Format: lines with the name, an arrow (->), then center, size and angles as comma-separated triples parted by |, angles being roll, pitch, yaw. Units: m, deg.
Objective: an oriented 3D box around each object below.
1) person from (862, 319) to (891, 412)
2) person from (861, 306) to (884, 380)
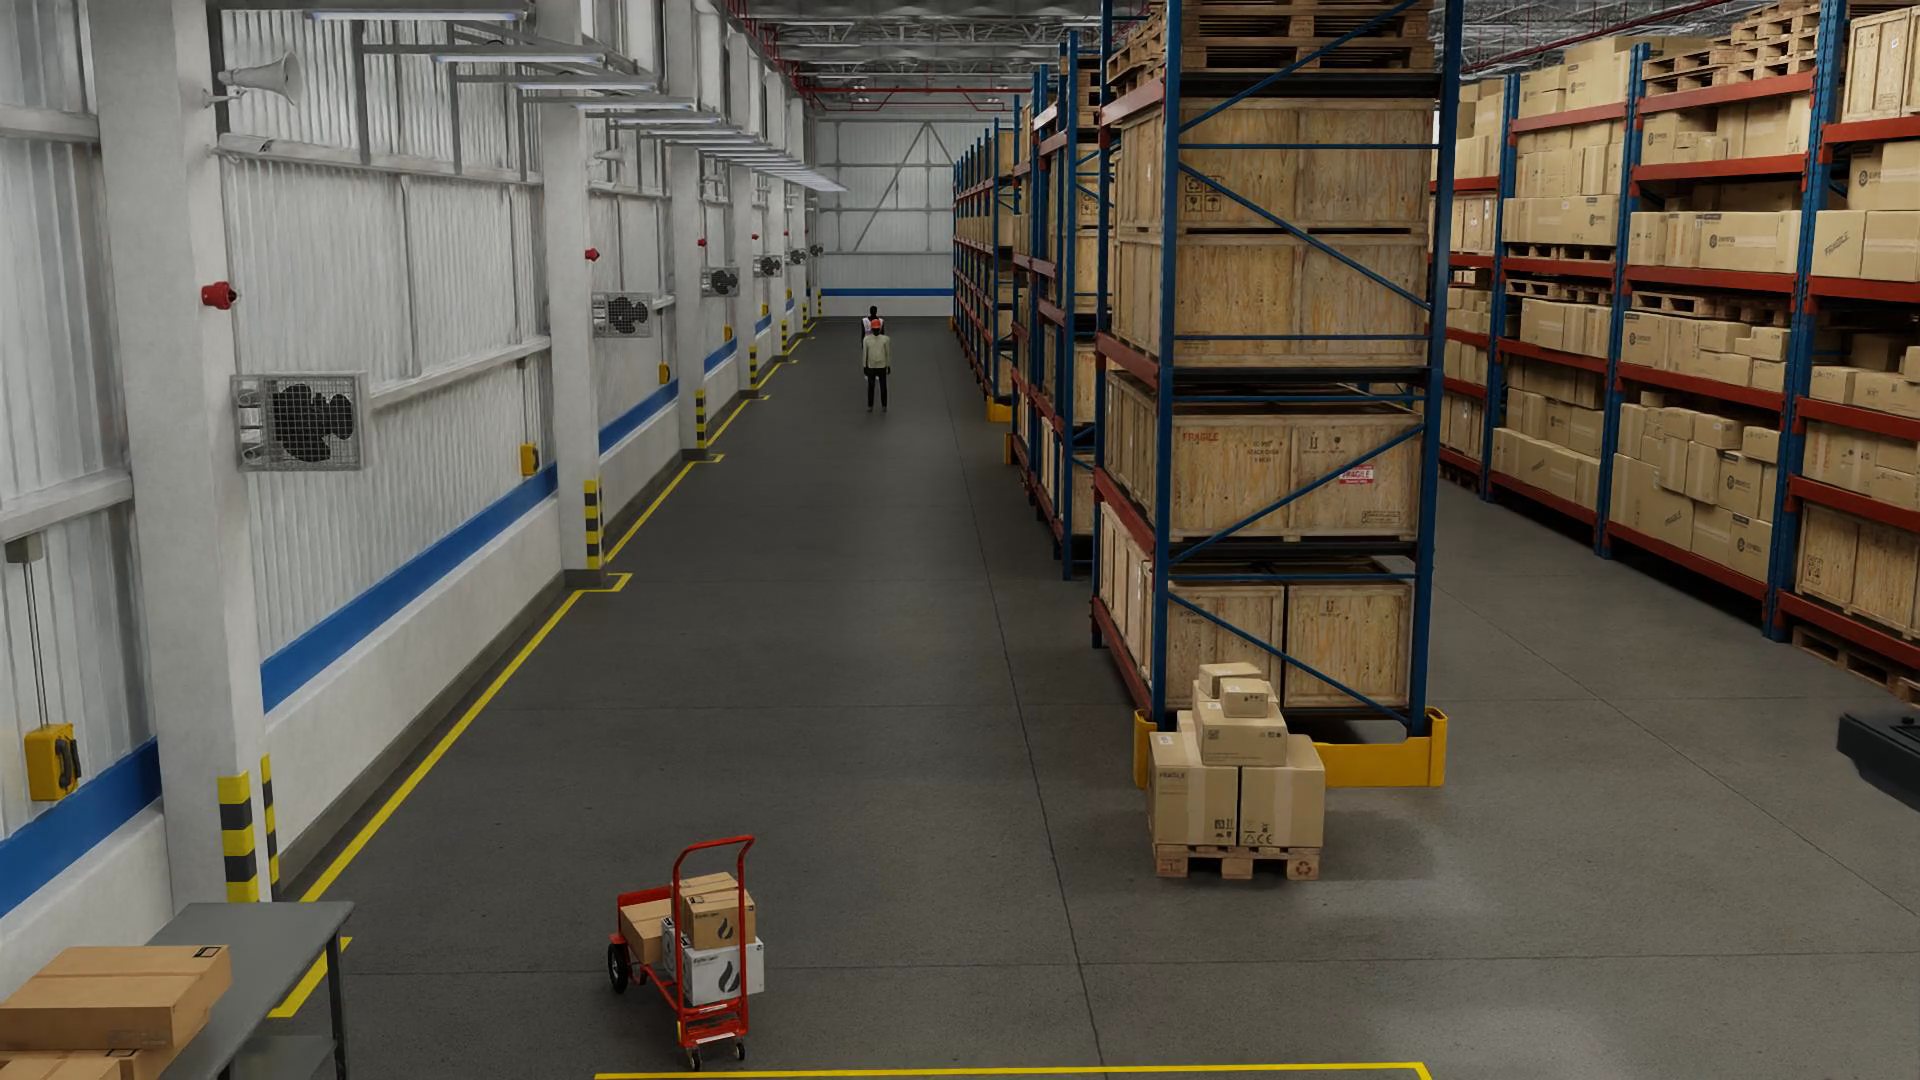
person -> -1.785, -3.735, 35.620 | 0.614, 1.988, 0.404 | 0, 11, 0
person -> -2.237, -5.055, 42.699 | 0.597, 1.906, 0.414 | -2, 11, -10
